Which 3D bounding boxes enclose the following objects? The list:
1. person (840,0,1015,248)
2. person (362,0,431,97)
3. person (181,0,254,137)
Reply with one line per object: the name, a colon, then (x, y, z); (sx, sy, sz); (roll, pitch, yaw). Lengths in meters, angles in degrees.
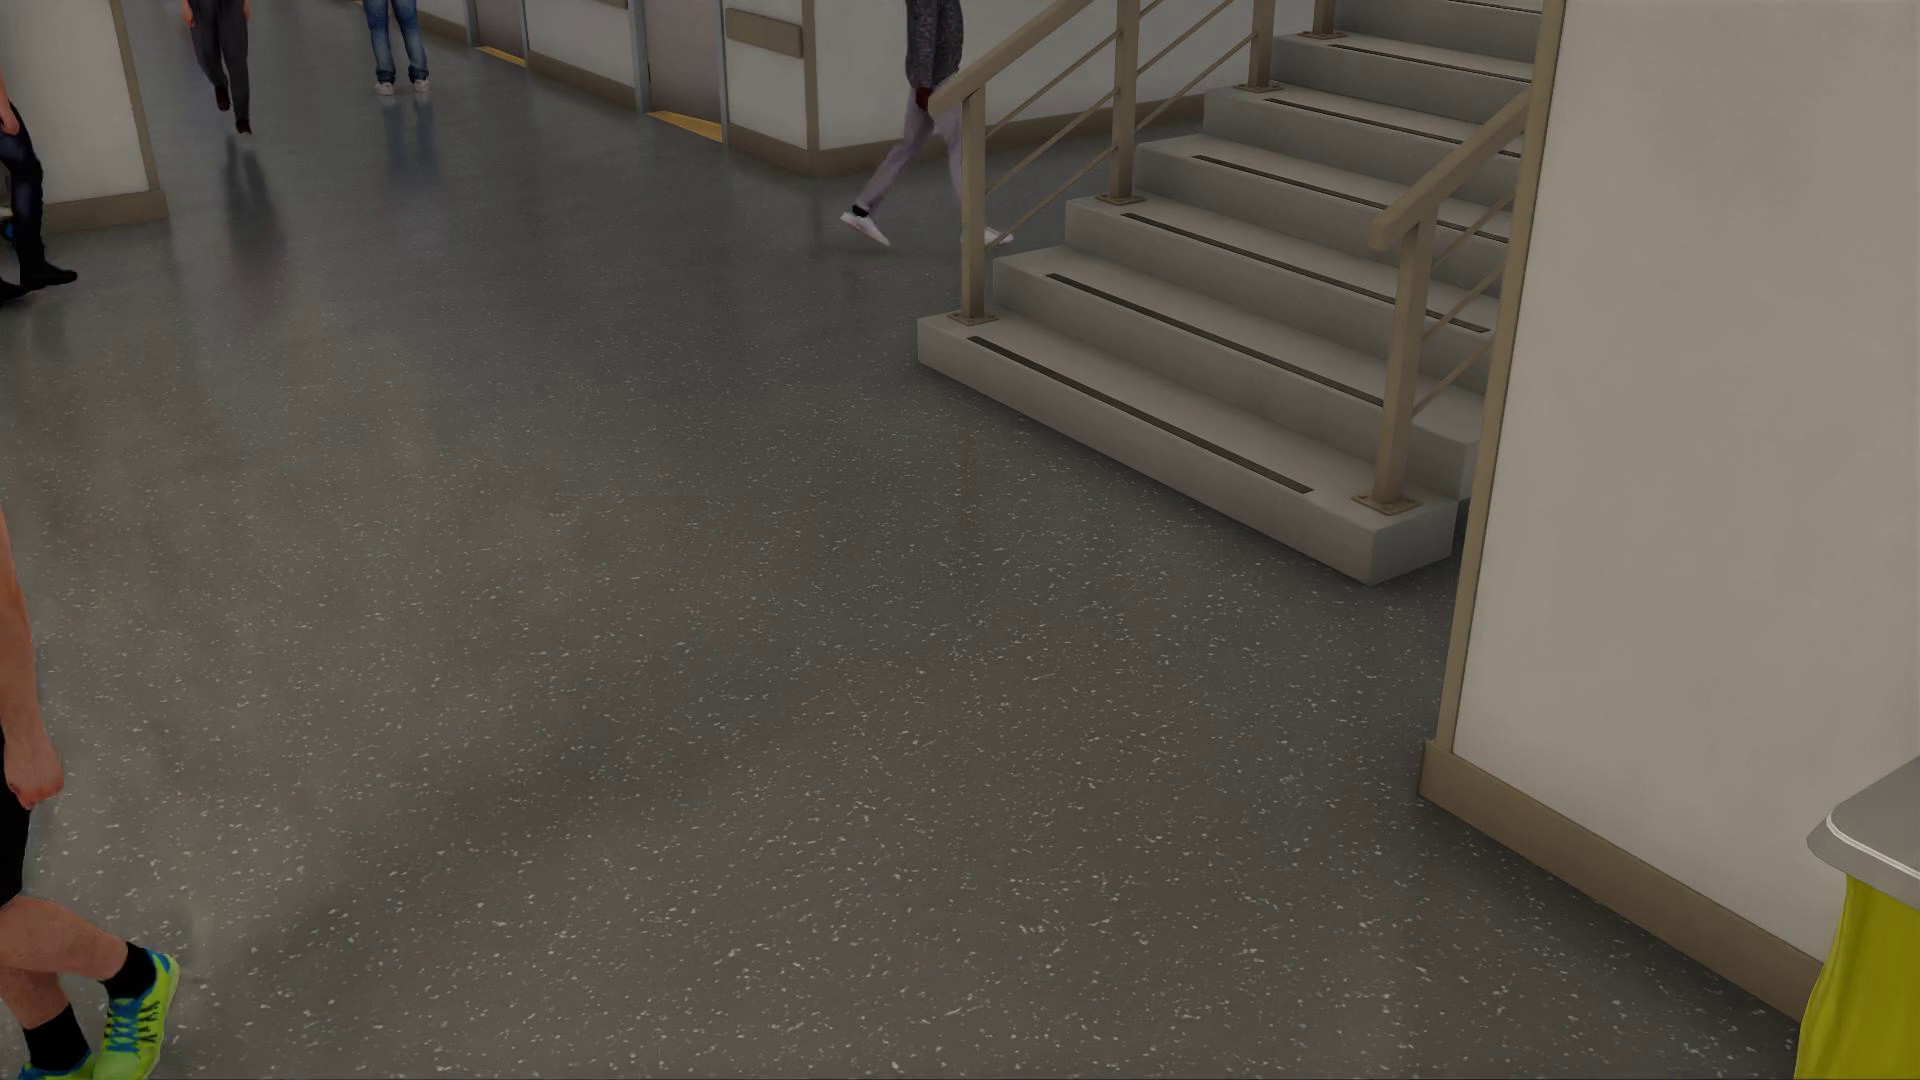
person: (-0.235, -2.352, 8.433); (1.265, 1.815, 1.072); (-2, 26, -4)
person: (-4.310, -4.274, 12.421); (0.565, 1.813, 0.741); (-11, 28, -22)
person: (-4.988, -3.591, 11.117); (0.964, 1.714, 0.779); (-11, 28, -22)
